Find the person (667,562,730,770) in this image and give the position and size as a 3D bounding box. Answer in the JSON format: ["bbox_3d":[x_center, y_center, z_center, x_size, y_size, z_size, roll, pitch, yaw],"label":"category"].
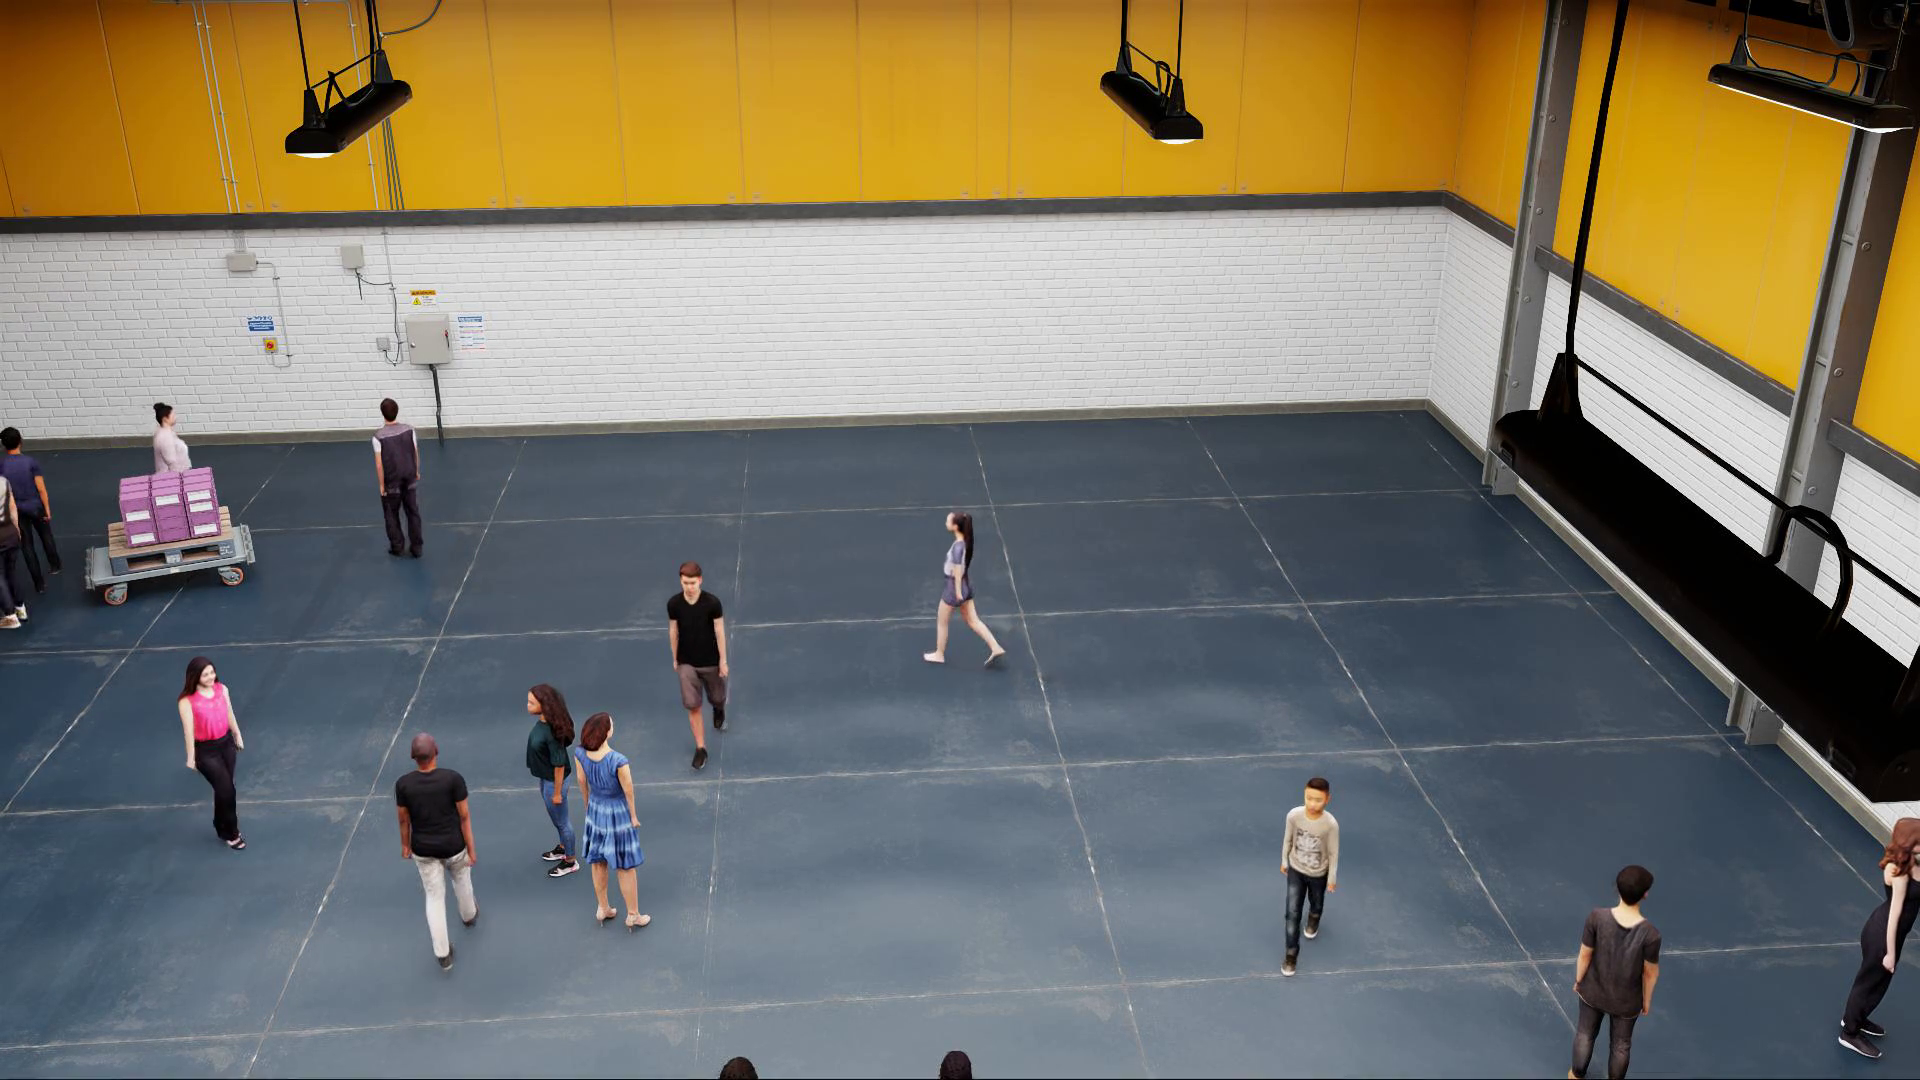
[{"bbox_3d":[-2.240,1.010,14.505,0.749,1.841,1.144,1,24,3],"label":"person"}]

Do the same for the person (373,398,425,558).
[{"bbox_3d":[-6.146,-0.656,18.315,0.785,1.842,0.810,-16,28,-33],"label":"person"}]

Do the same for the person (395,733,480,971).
[{"bbox_3d":[-3.711,2.231,11.798,0.740,1.773,1.070,-4,24,-9],"label":"person"}]

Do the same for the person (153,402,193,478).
[{"bbox_3d":[-8.822,-0.680,18.511,0.937,1.730,0.938,-12,26,-25],"label":"person"}]

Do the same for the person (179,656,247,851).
[{"bbox_3d":[-5.981,1.678,13.221,0.792,1.645,0.727,8,25,19],"label":"person"}]

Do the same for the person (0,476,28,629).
[{"bbox_3d":[-9.644,-0.006,16.806,0.877,1.859,0.798,9,25,19],"label":"person"}]

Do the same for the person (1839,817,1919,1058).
[{"bbox_3d":[6.124,2.591,11.006,0.726,1.748,0.650,16,28,32],"label":"person"}]

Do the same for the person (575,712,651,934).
[{"bbox_3d":[-2.548,2.059,12.149,0.751,1.806,0.736,9,25,20],"label":"person"}]

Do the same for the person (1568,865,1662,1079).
[{"bbox_3d":[4.132,2.820,10.524,0.706,1.712,0.734,14,27,29],"label":"person"}]

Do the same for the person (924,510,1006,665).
[{"bbox_3d":[0.079,0.487,15.981,0.949,1.616,1.053,9,25,19],"label":"person"}]

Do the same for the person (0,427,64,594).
[{"bbox_3d":[-9.879,-0.282,17.564,0.841,1.759,1.039,-10,26,-22],"label":"person"}]

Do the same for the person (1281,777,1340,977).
[{"bbox_3d":[2.533,2.334,11.976,0.821,1.441,1.062,8,25,18],"label":"person"}]

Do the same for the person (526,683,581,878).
[{"bbox_3d":[-3.145,1.840,12.886,0.731,1.616,0.624,-9,25,-20],"label":"person"}]
